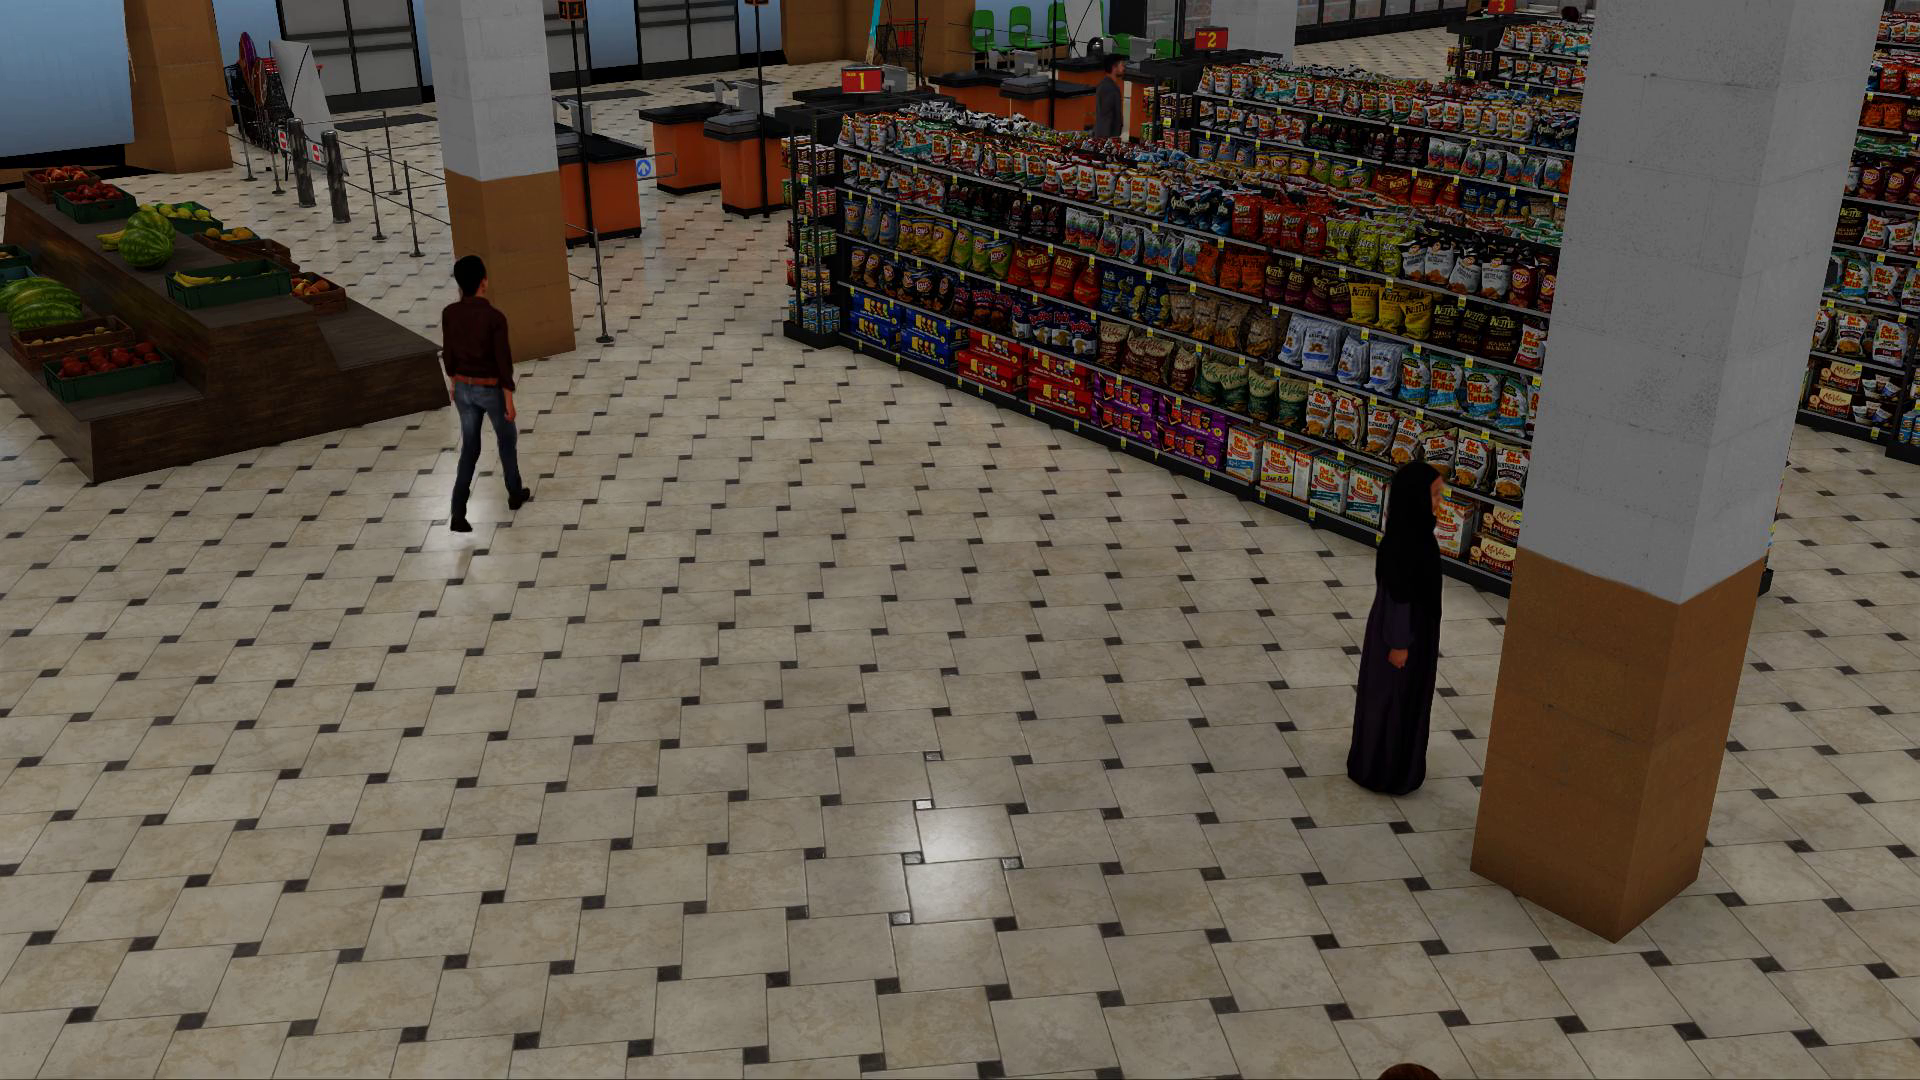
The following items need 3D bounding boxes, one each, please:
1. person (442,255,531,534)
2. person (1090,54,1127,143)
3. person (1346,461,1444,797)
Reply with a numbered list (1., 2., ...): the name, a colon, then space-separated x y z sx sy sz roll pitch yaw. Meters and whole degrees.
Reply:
1. person: -3.068 -0.874 10.489 1.174 1.745 1.160 5 24 11
2. person: 1.557 -4.443 18.542 1.130 1.827 1.201 -4 24 -9
3. person: 2.058 0.395 7.751 0.715 1.616 0.692 11 26 23
